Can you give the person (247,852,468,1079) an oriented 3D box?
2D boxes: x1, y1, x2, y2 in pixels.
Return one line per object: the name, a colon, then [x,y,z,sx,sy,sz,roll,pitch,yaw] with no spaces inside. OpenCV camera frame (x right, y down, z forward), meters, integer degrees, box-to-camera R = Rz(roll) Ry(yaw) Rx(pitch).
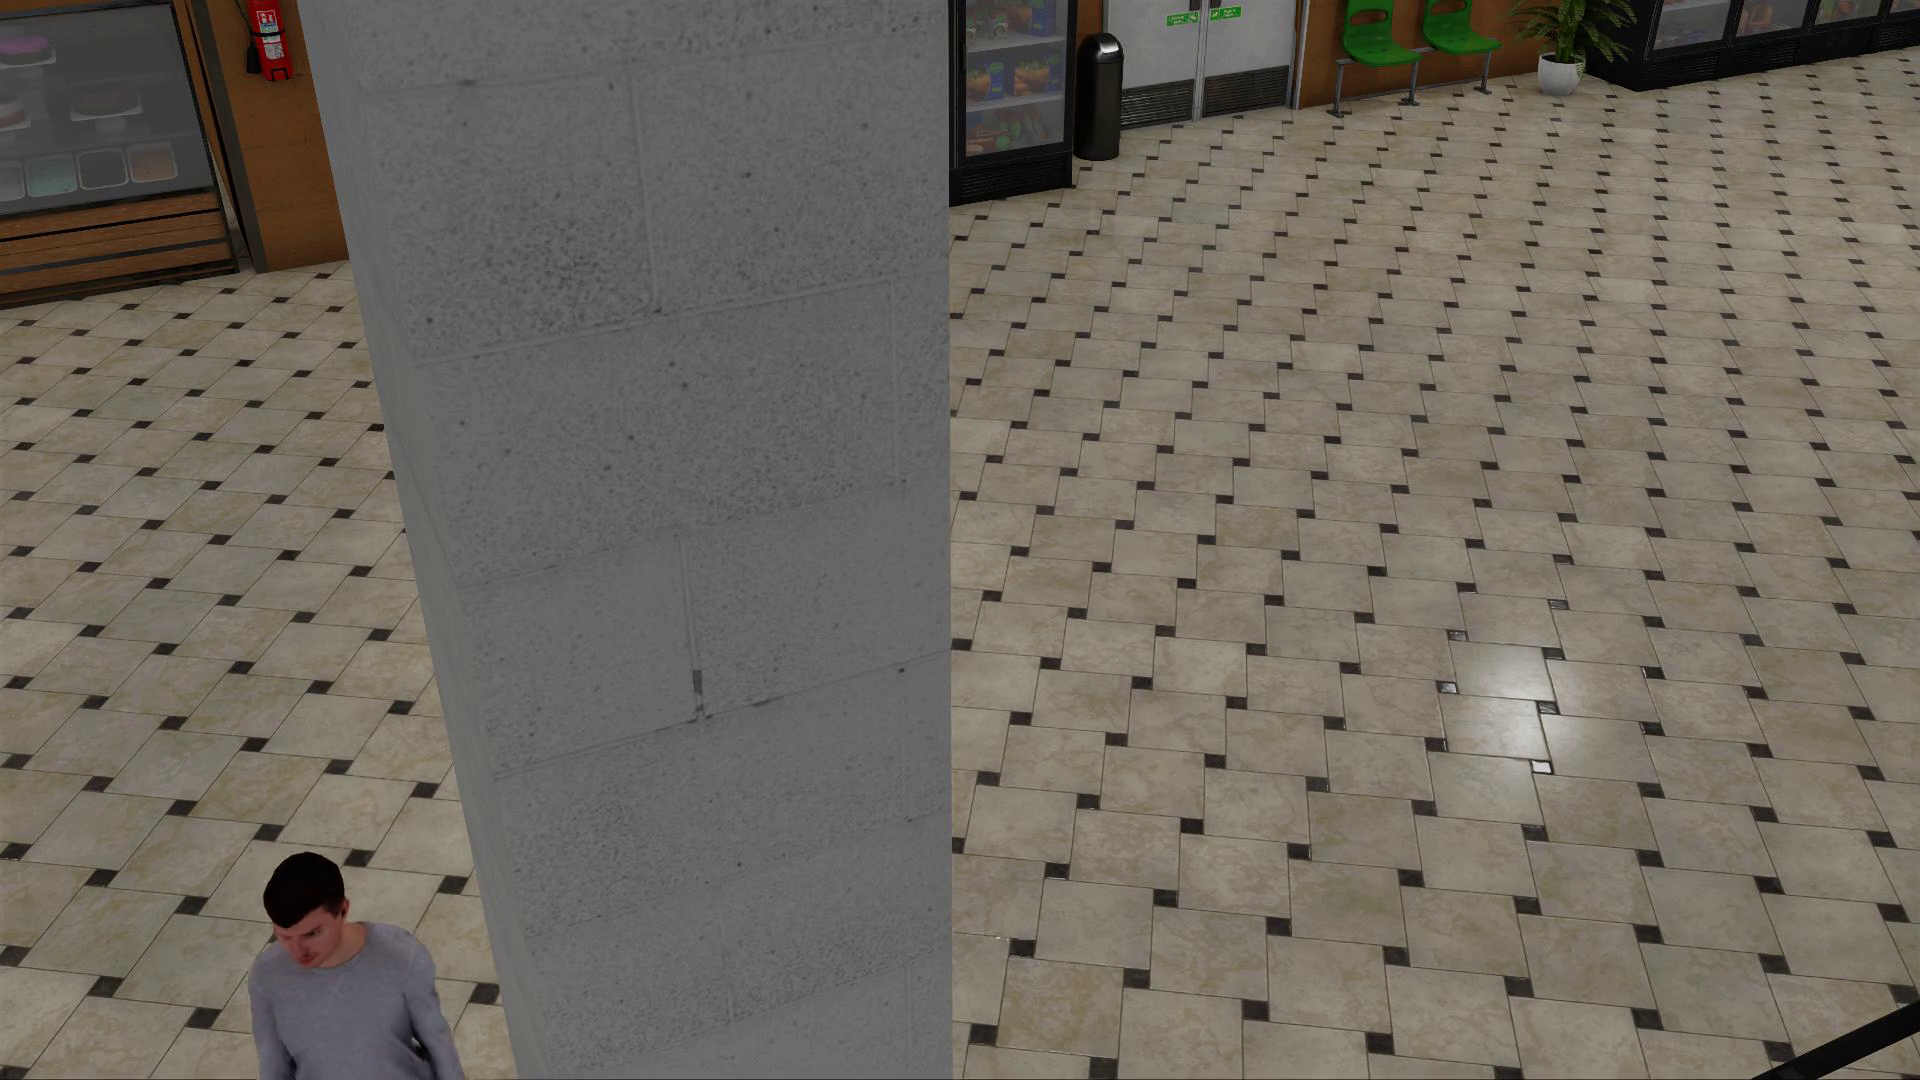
person: [-1.585,1.506,4.558,0.774,1.834,0.836,-1,32,-2]
